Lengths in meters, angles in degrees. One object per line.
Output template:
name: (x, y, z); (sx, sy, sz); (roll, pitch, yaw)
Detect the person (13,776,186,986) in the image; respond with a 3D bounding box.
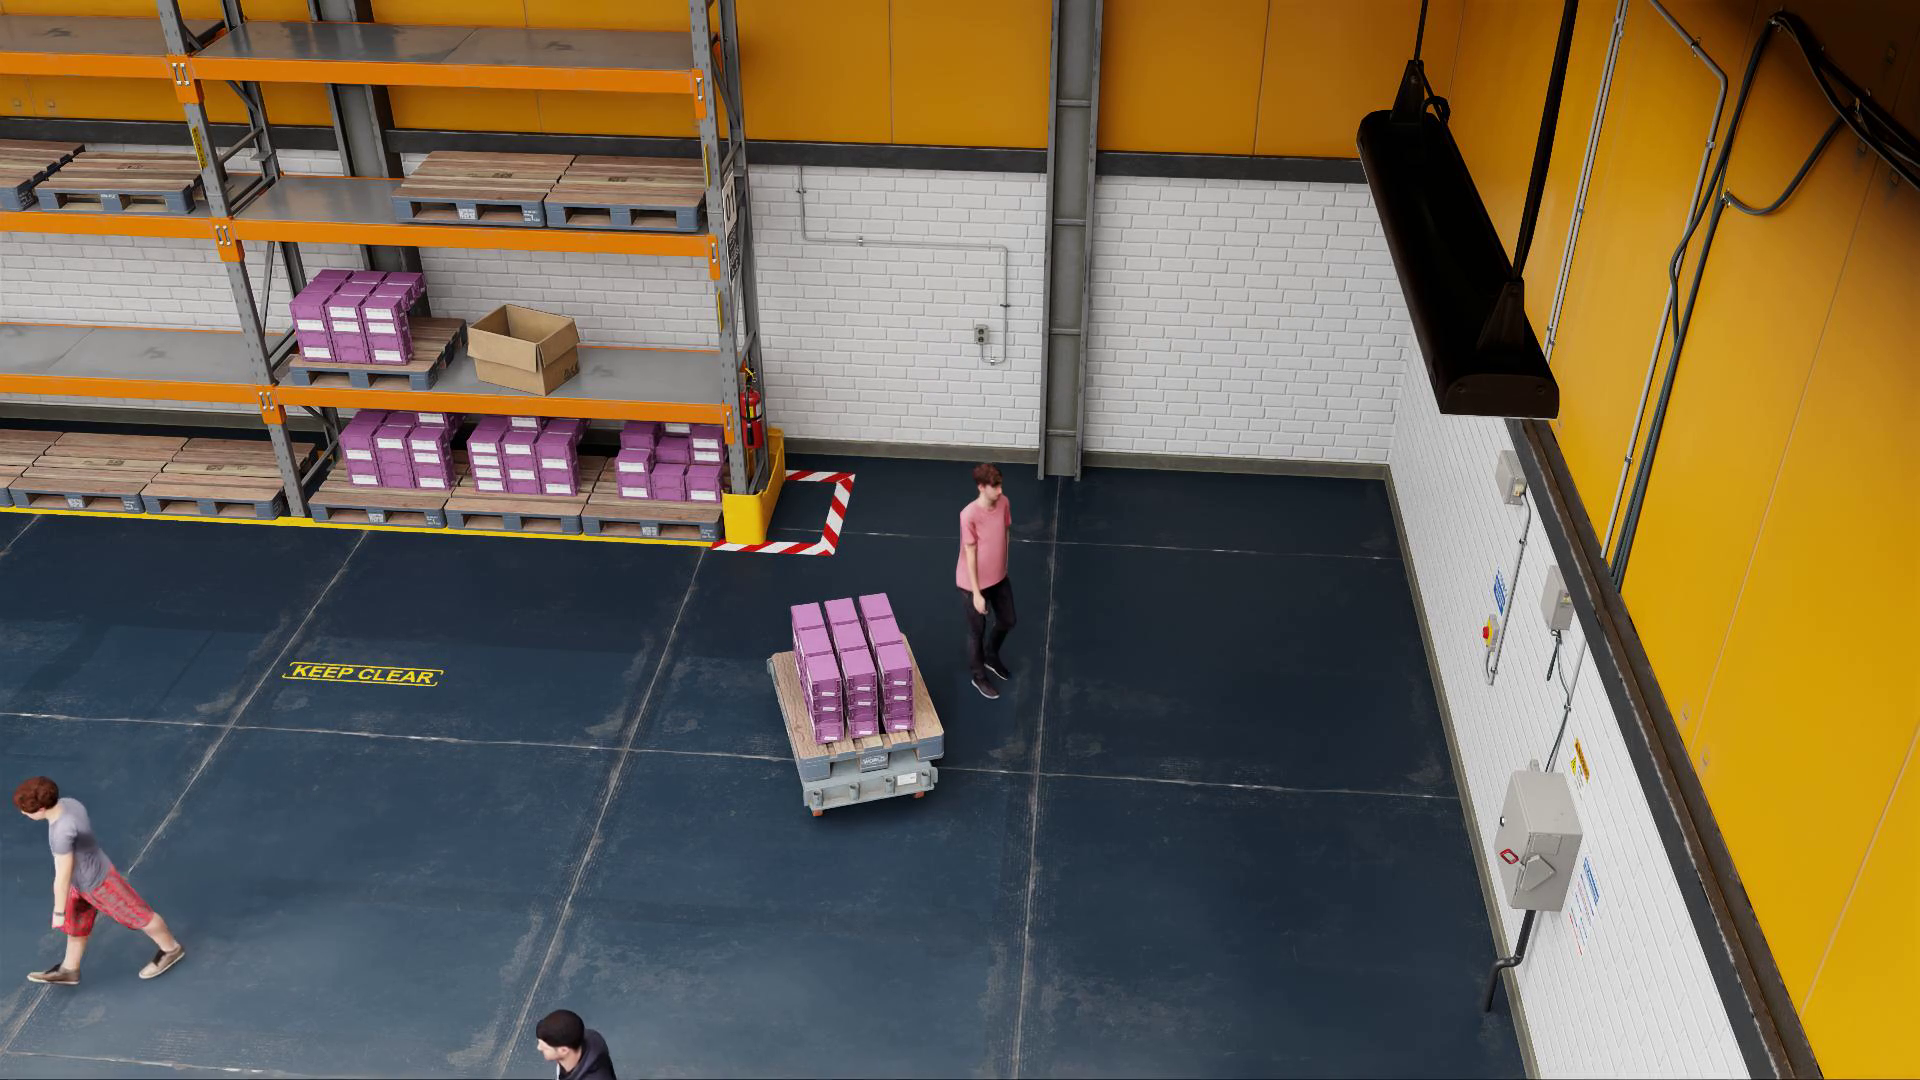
person: (-5.086, 2.014, 9.944); (1.174, 1.609, 1.001); (-19, 38, -26)

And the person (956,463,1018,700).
person: (0.125, 0.258, 12.278); (0.781, 1.951, 0.838); (-26, 42, -34)

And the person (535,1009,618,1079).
person: (-1.660, 2.994, 8.254); (1.297, 1.848, 1.054); (-14, 36, -21)
